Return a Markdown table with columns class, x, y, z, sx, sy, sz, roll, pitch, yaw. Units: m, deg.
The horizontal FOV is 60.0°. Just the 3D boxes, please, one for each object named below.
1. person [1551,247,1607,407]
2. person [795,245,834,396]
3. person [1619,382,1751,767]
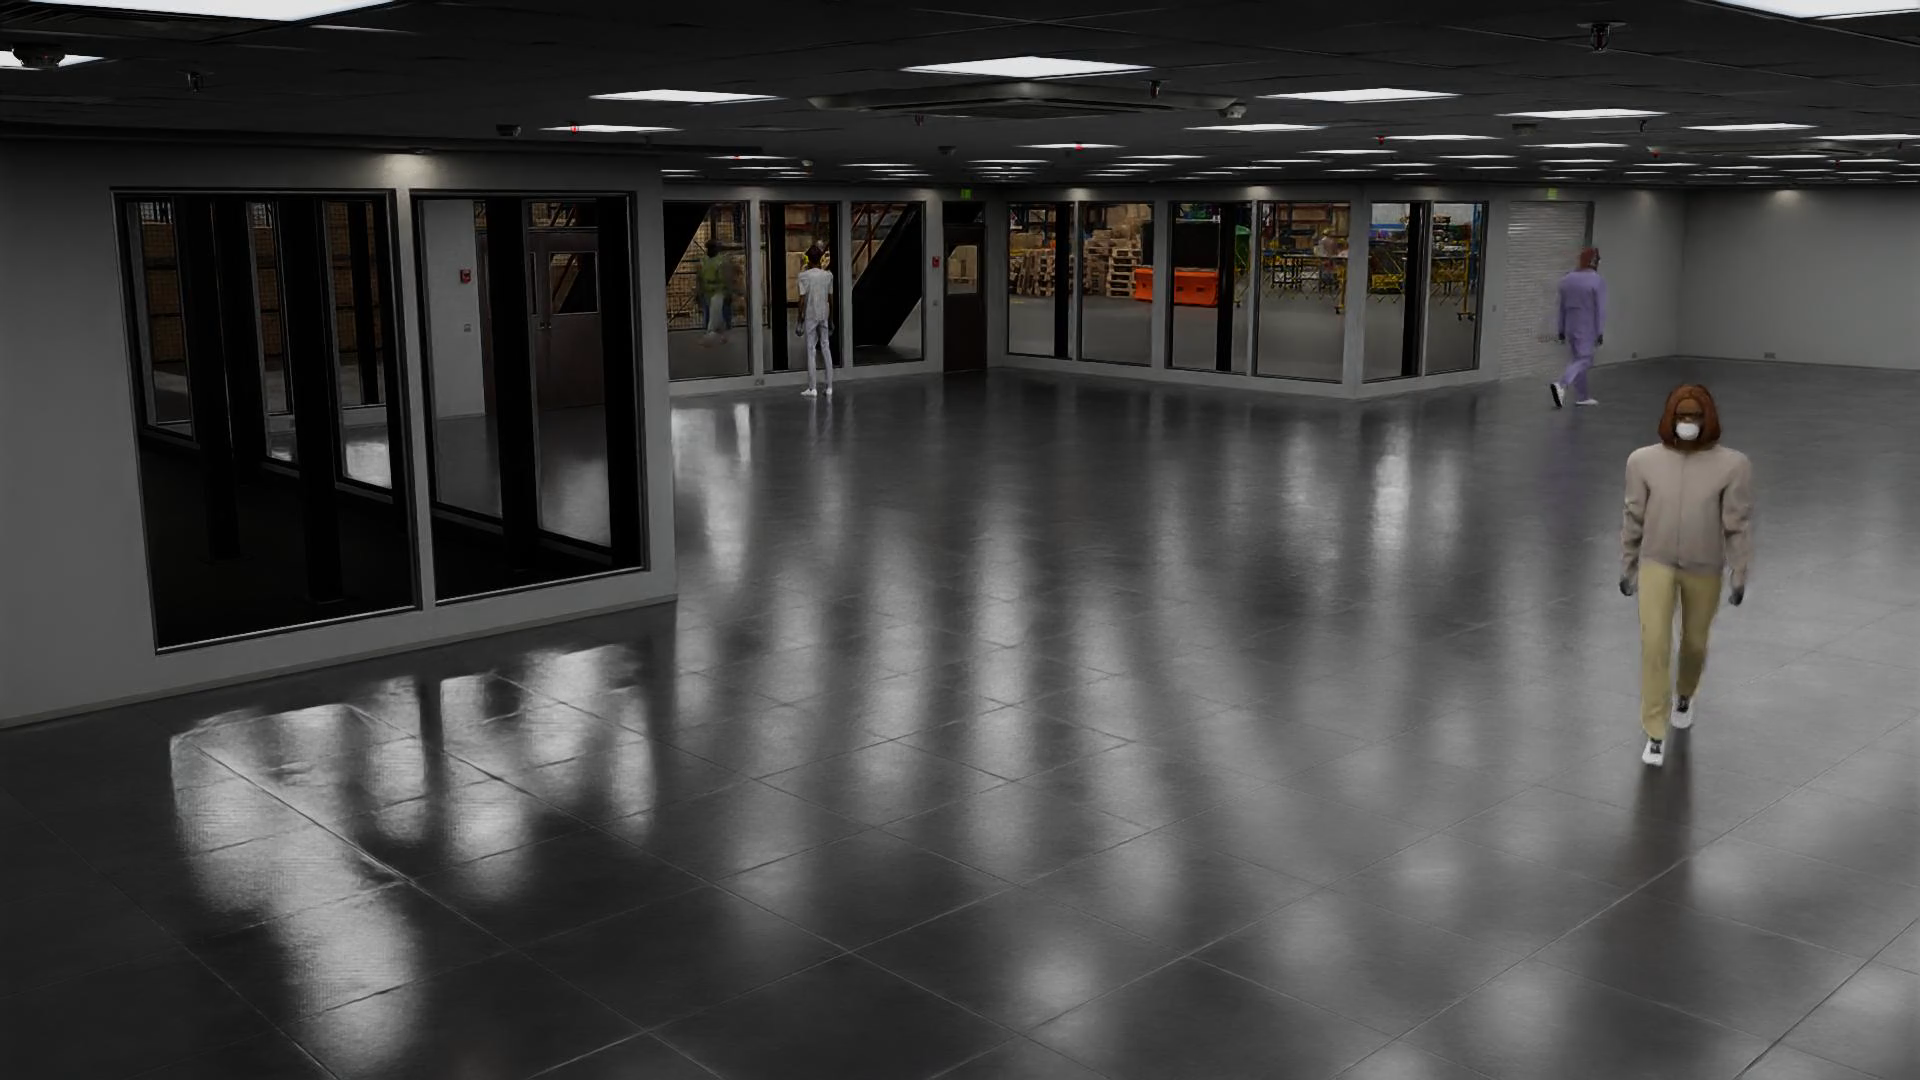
| class | x | y | z | sx | sy | sz | roll | pitch | yaw |
| --- | --- | --- | --- | --- | --- | --- | --- | --- | --- |
| person | 7.252 | -2.480 | 19.467 | 0.816 | 1.883 | 0.652 | -5 | 12 | -25 |
| person | -1.809 | -2.716 | 20.667 | 0.521 | 1.873 | 0.336 | -6 | 13 | -29 |
| person | 3.108 | 0.112 | 7.164 | 0.507 | 1.603 | 0.756 | 5 | 12 | 23 |
